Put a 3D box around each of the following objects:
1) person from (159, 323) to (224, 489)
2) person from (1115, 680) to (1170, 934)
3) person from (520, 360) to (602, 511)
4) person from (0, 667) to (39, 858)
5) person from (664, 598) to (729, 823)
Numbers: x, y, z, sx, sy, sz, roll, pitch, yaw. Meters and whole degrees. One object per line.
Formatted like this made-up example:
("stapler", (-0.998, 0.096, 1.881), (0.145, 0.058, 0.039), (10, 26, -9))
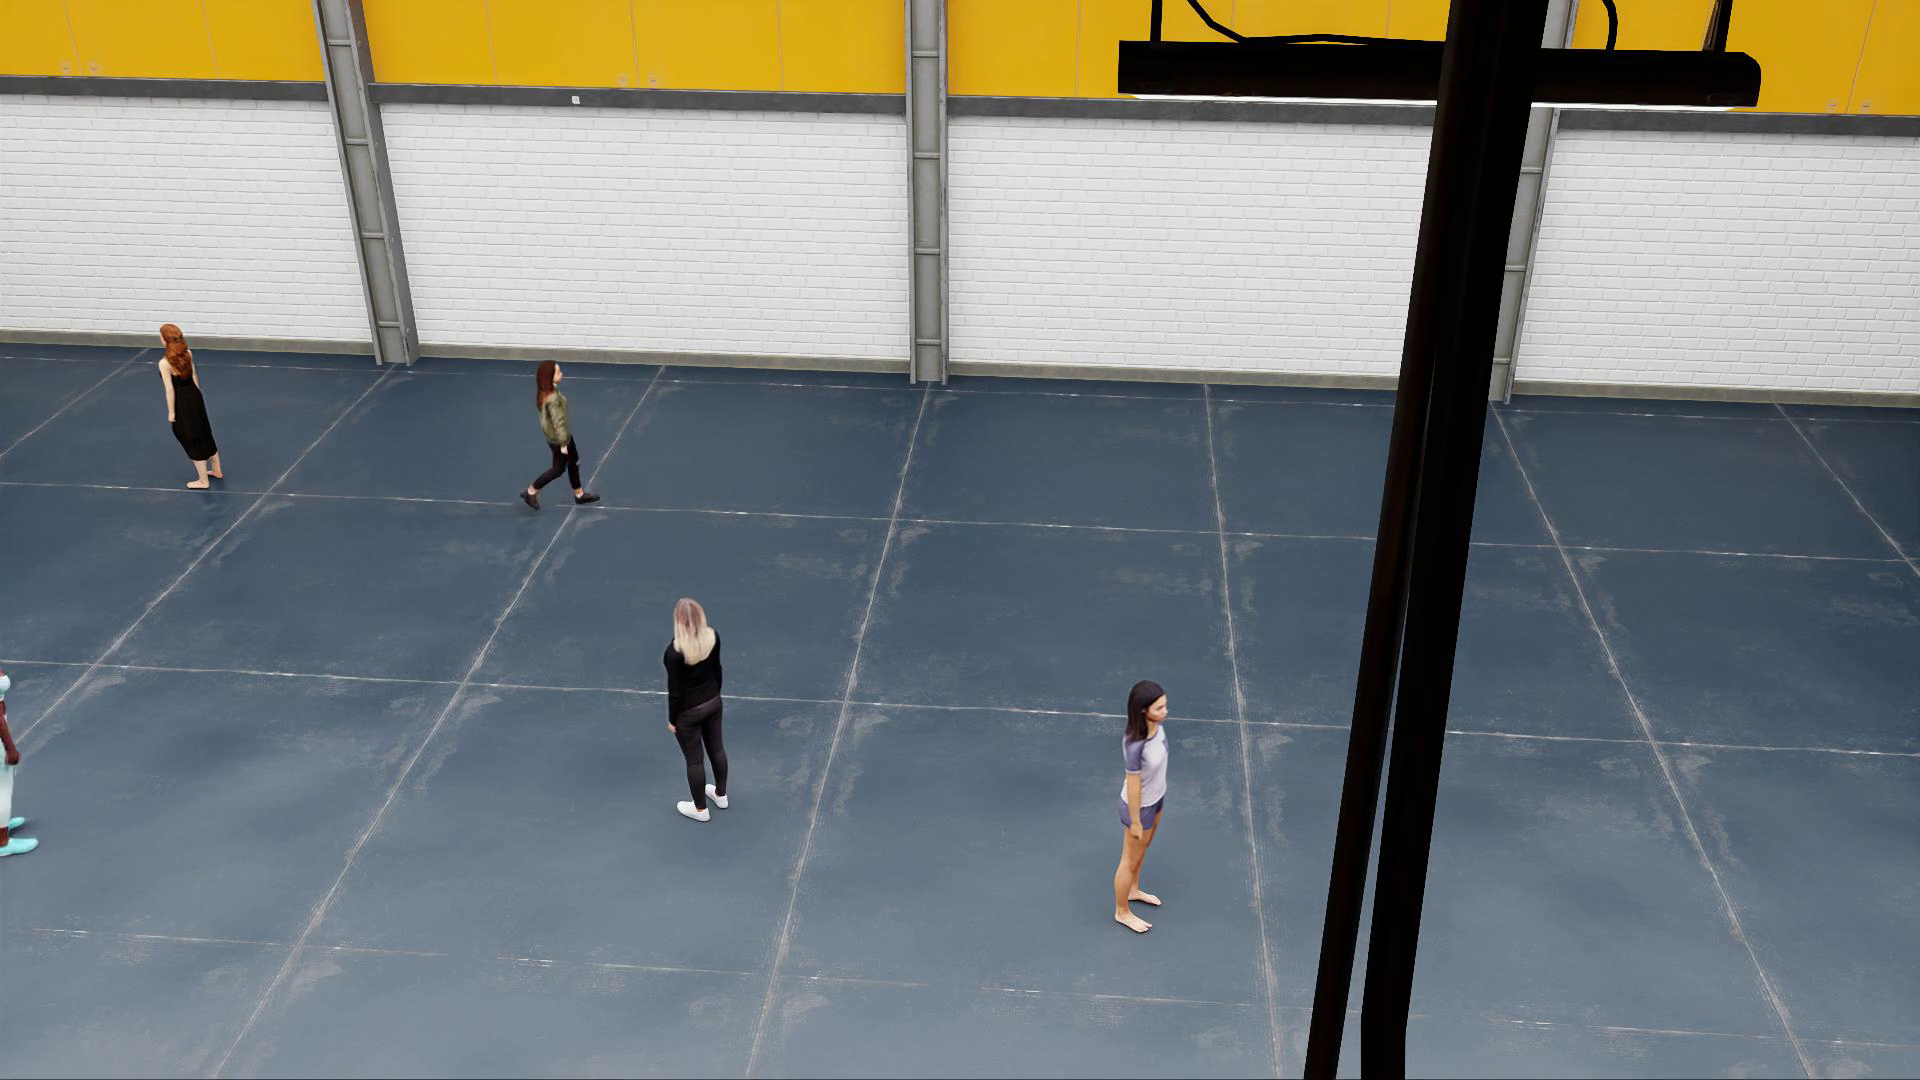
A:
("person", (-7.246, -1.261, 15.592), (0.621, 1.624, 0.612), (8, 30, 15))
("person", (1.120, 1.606, 10.223), (0.600, 1.733, 0.642), (11, 31, 20))
("person", (-3.732, -0.928, 15.160), (1.033, 1.454, 0.810), (-8, 30, -14))
("person", (-6.315, 1.292, 10.824), (0.809, 1.708, 0.746), (-25, 37, -38))
("person", (-1.753, 1.133, 11.138), (0.722, 1.687, 0.689), (23, 36, 36))
